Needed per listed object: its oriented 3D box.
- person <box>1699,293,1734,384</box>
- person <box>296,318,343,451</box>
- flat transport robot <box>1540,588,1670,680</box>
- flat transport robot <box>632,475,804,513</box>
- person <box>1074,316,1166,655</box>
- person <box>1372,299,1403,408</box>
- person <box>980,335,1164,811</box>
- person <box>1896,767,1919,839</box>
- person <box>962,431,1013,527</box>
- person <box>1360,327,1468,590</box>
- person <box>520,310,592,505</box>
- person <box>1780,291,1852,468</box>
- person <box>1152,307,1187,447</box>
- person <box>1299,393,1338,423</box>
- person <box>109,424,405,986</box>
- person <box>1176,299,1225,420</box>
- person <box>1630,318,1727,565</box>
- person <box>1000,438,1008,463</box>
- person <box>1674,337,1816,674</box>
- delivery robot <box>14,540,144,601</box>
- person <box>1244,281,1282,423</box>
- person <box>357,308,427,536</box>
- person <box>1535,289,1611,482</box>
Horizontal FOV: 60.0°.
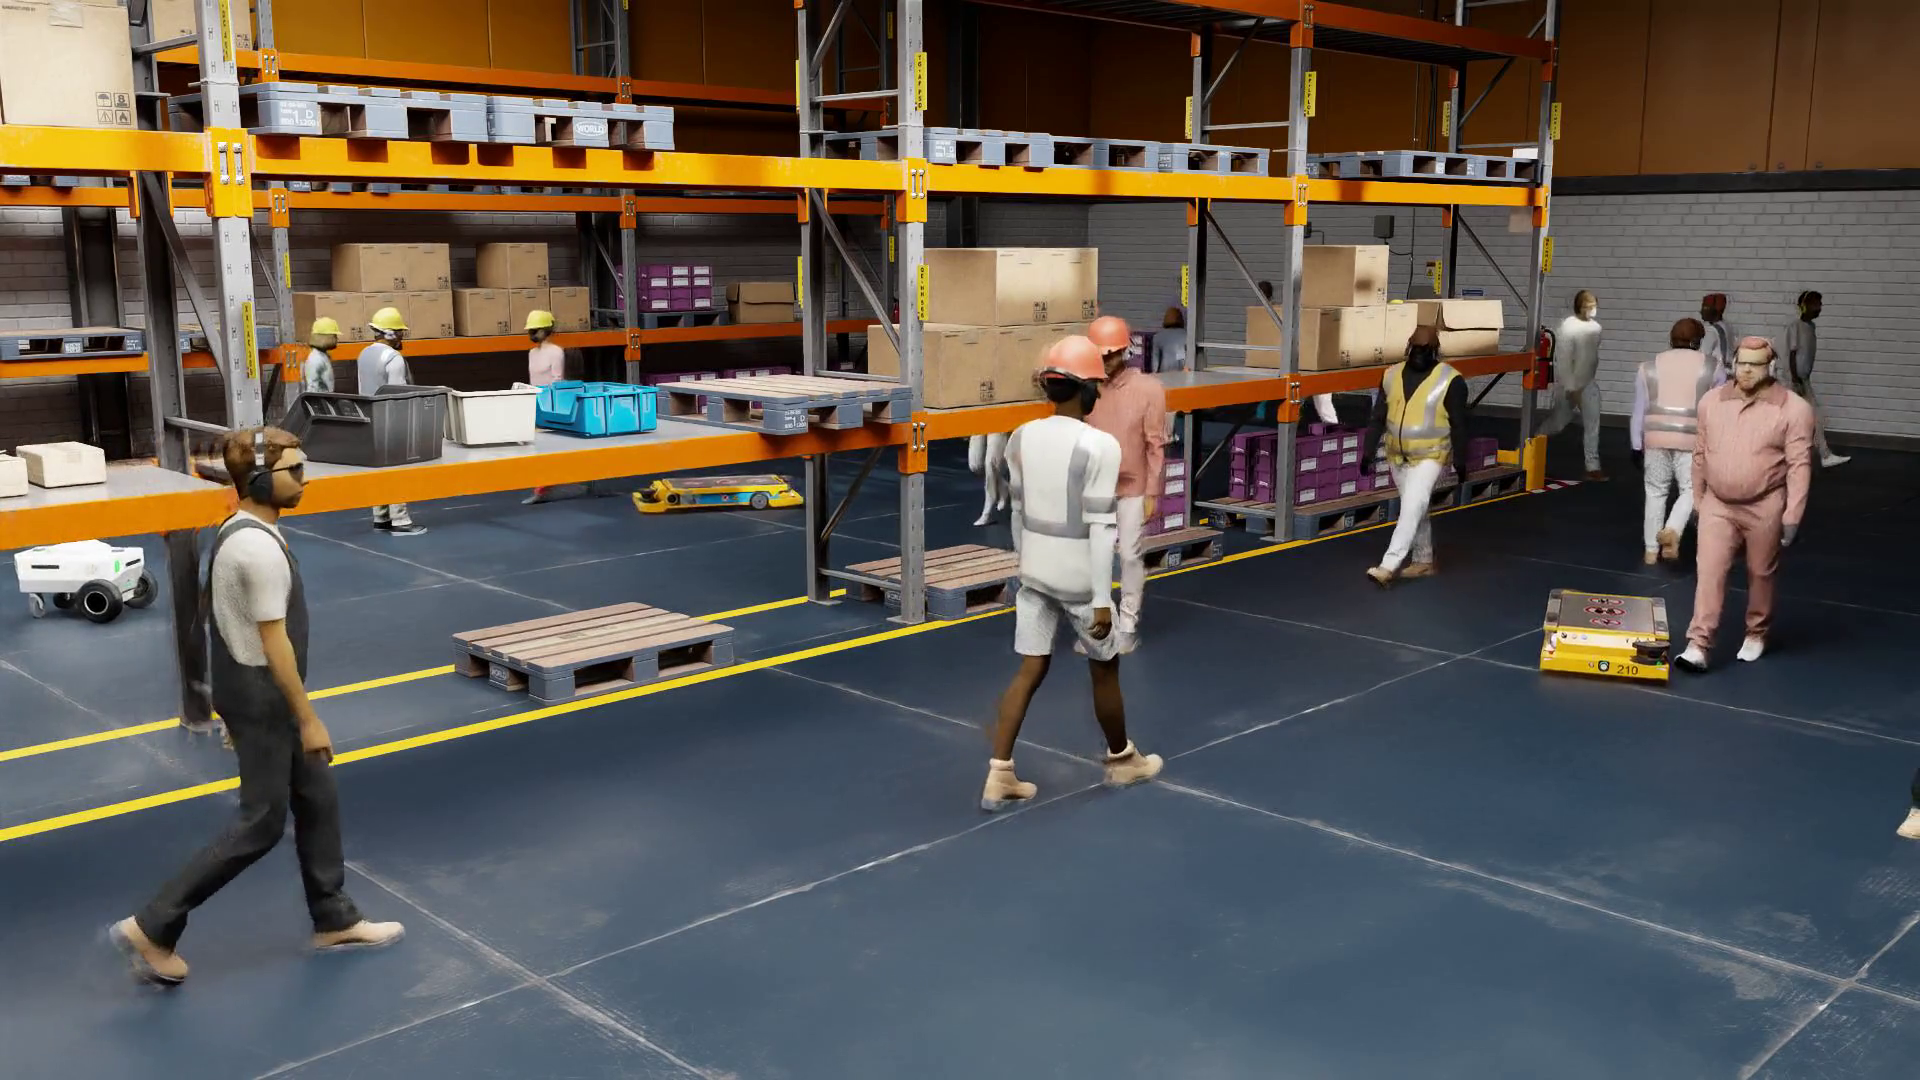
[{"bbox_3d":[7.498,-1.507,16.401,0.892,1.854,0.582,8,13,37],"label":"person"},{"bbox_3d":[-5.577,-1.104,14.609,0.950,1.677,0.495,-4,11,-20],"label":"person"},{"bbox_3d":[3.738,0.521,9.634,0.652,0.197,1.431,4,11,21],"label":"flat transport robot"},{"bbox_3d":[-2.157,-0.421,14.771,1.431,0.197,0.652,-3,11,-17],"label":"flat transport robot"},{"bbox_3d":[0.879,-0.292,9.474,0.621,1.958,0.597,4,11,21],"label":"person"},{"bbox_3d":[4.372,-1.557,16.907,0.324,1.760,0.523,-5,12,-26],"label":"person"},{"bbox_3d":[0.468,0.138,7.041,0.953,1.998,0.628,-10,14,-43],"label":"person"},{"bbox_3d":[4.250,0.181,6.658,0.889,2.000,0.690,-7,13,-34],"label":"person"},{"bbox_3d":[0.291,-0.942,13.904,0.521,1.621,0.551,10,14,43],"label":"person"},{"bbox_3d":[3.061,-0.557,11.382,0.975,1.777,0.664,-8,13,-39],"label":"person"},{"bbox_3d":[-3.654,-1.193,14.938,0.534,1.747,0.606,9,14,40],"label":"person"},{"bbox_3d":[8.757,-1.639,17.174,0.559,1.823,0.943,-7,13,-35],"label":"person"},{"bbox_3d":[2.434,-1.871,19.063,0.507,1.593,0.848,6,12,28],"label":"person"},{"bbox_3d":[3.709,-1.748,17.721,1.019,1.843,0.647,-5,12,-27],"label":"person"},{"bbox_3d":[-2.301,0.539,5.343,0.822,1.819,0.508,-4,11,-22],"label":"person"},{"bbox_3d":[2.982,-2.528,21.872,1.032,1.898,0.646,7,13,35],"label":"person"},{"bbox_3d":[5.141,-0.685,11.980,0.664,1.818,0.666,7,12,33],"label":"person"},{"bbox_3d":[0.451,-1.770,17.769,0.618,1.884,0.937,5,12,26],"label":"person"},{"bbox_3d":[4.309,-0.183,9.153,0.664,1.847,1.010,9,14,42],"label":"person"},{"bbox_3d":[-5.573,0.168,10.526,0.707,0.478,0.477,1,10,3],"label":"delivery robot"},{"bbox_3d":[3.956,-2.409,21.377,0.572,1.821,0.490,-6,12,-31],"label":"person"},{"bbox_3d":[-4.579,-0.948,13.391,0.599,1.827,0.403,9,14,41],"label":"person"},{"bbox_3d":[6.054,-1.551,16.511,0.618,1.900,0.975,-6,12,-30],"label":"person"}]
